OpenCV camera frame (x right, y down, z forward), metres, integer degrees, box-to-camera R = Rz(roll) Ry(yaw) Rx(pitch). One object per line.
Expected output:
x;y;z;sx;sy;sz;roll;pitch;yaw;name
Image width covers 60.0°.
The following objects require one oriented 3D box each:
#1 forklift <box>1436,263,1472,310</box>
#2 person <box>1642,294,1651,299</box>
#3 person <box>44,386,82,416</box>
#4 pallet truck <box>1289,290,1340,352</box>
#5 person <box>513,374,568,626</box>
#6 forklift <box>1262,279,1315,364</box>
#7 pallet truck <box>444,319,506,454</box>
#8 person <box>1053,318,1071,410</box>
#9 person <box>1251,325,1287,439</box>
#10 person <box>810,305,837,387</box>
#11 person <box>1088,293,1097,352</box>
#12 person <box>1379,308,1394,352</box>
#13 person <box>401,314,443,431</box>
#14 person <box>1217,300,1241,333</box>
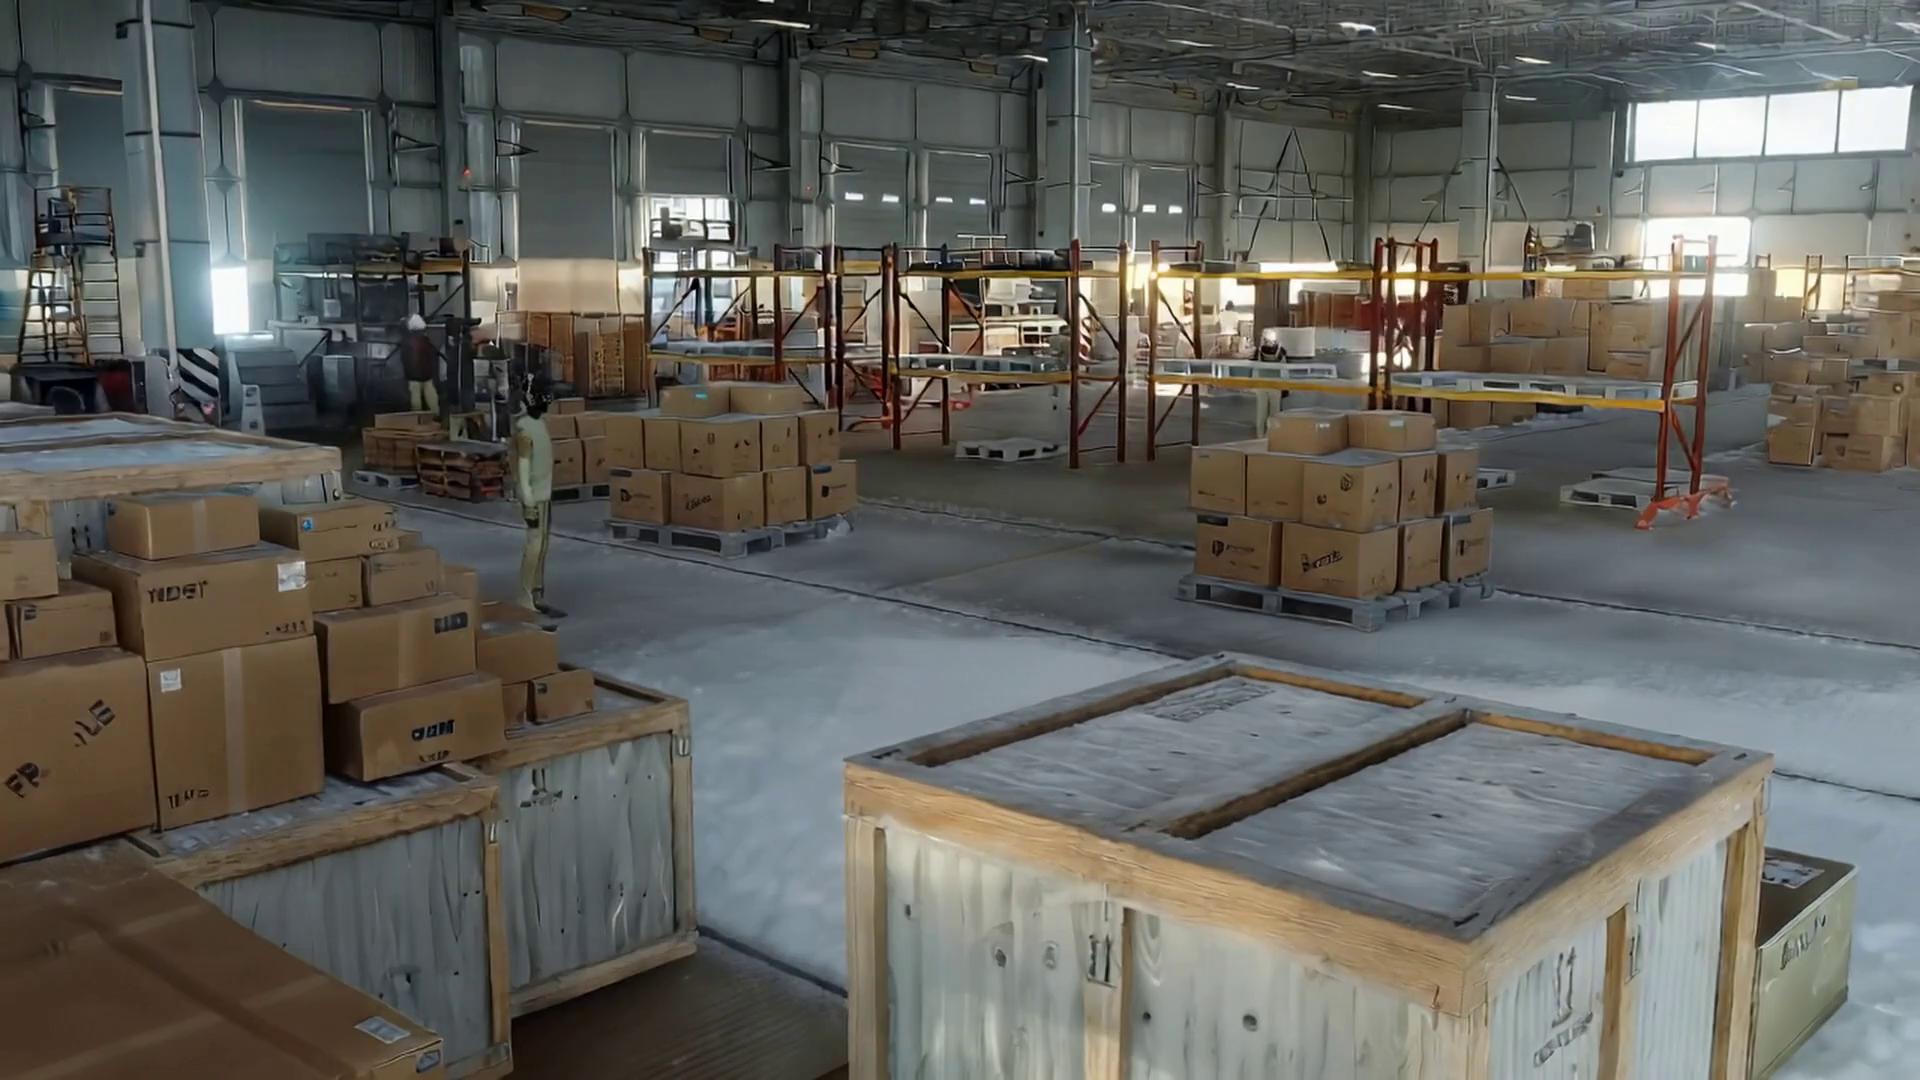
13.567;-6.255;45.894;1.873;2.768;1.129;-8;12;-39;forklift
19.630;-6.083;47.719;0.373;1.941;0.627;1;9;6;person
-6.520;-0.260;12.433;0.617;1.808;0.853;4;10;25;person
11.297;-6.951;52.861;1.885;1.965;0.823;-5;11;-29;pallet truck
-3.158;-0.300;12.459;0.326;1.876;0.518;0;9;0;person
8.555;-6.090;44.881;1.873;2.768;1.129;9;13;43;forklift
-6.981;-1.942;22.150;1.885;1.965;0.823;1;9;9;pallet truck
1.985;-3.305;31.323;0.483;1.737;0.319;0;9;3;person
4.454;-2.170;24.015;0.504;1.847;0.345;5;11;29;person
-3.103;-4.379;37.574;0.590;1.838;0.963;6;11;32;person
4.042;-6.678;51.417;0.551;1.928;0.388;-8;12;-41;person
11.779;-5.636;45.978;0.650;1.610;0.523;0;9;1;person
-8.227;-2.468;25.509;0.597;1.967;0.626;6;11;32;person
6.435;-4.839;40.165;0.652;1.911;0.647;-3;10;-18;person
